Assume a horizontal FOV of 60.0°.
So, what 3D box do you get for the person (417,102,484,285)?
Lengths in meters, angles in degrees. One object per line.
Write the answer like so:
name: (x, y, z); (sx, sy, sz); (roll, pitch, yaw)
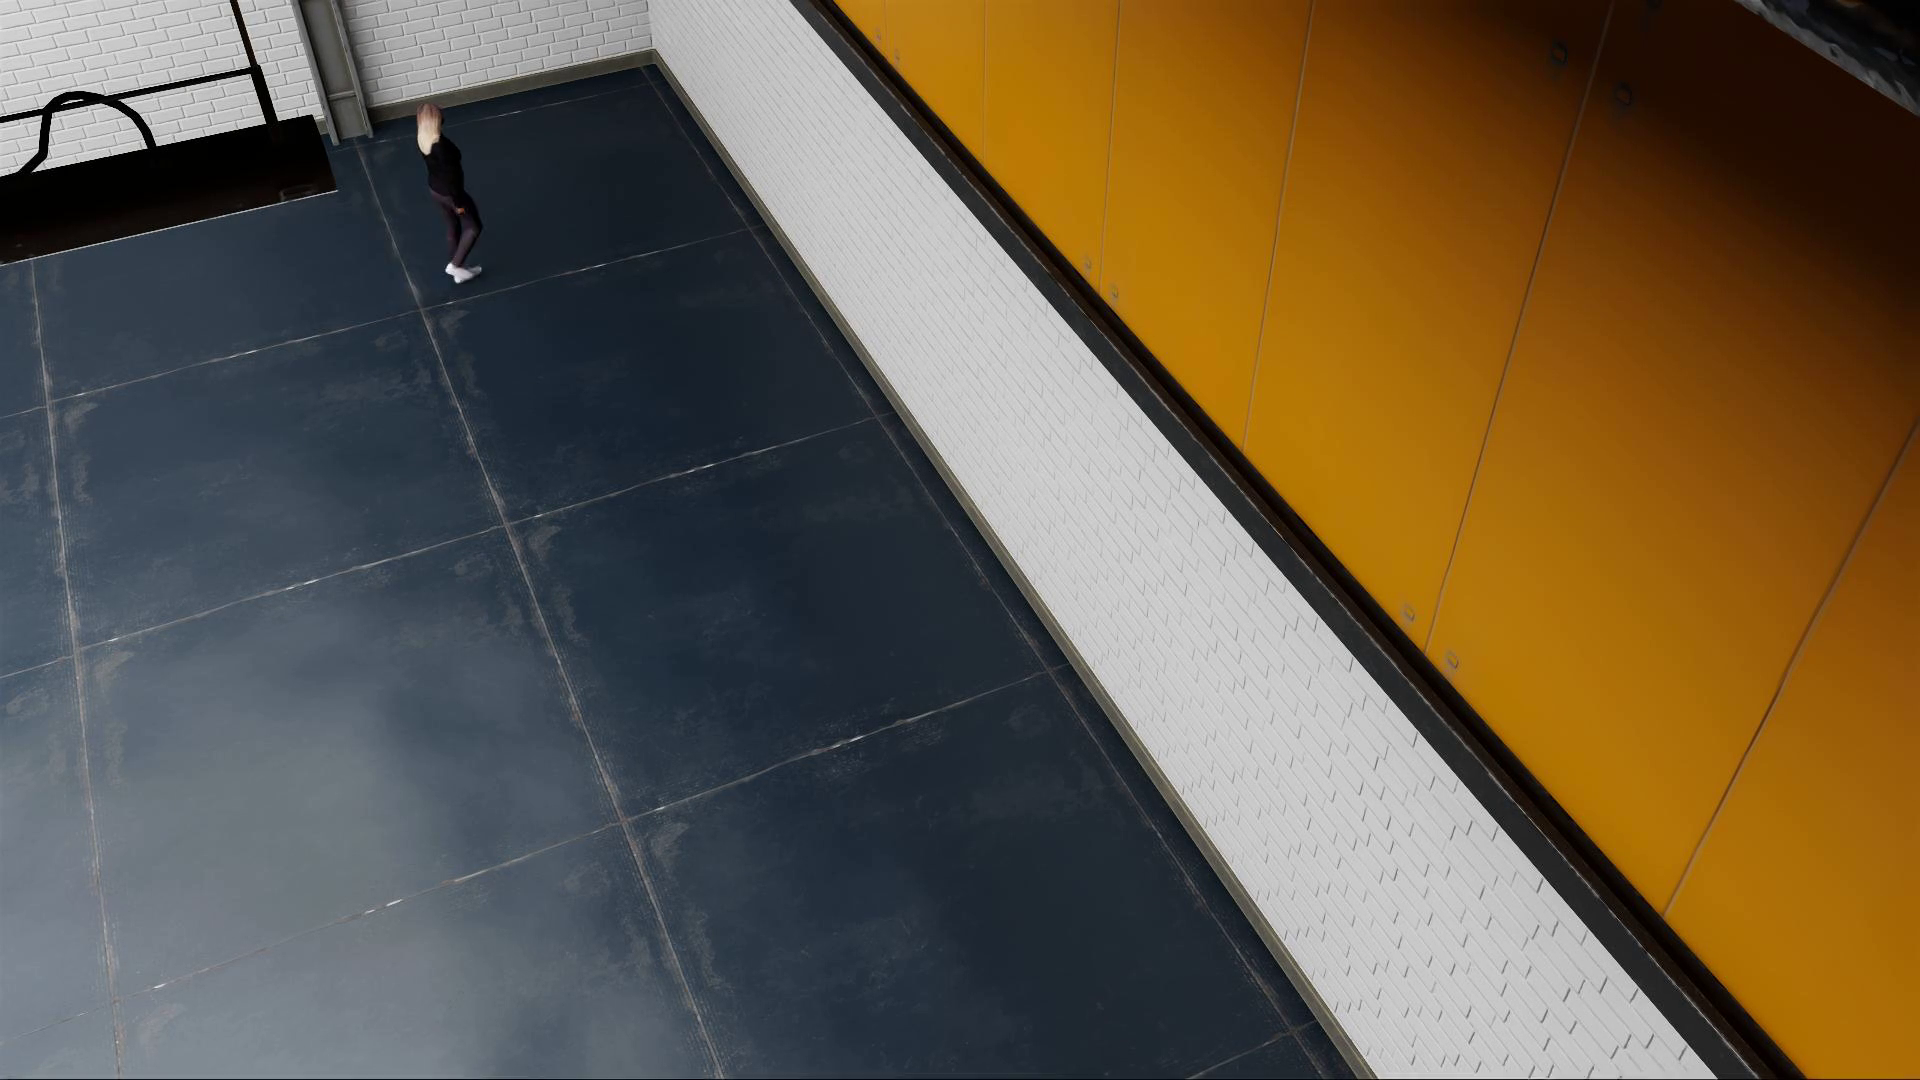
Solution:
person: (-4.396, -2.872, 14.057); (0.734, 1.676, 0.720); (-34, 53, -30)
